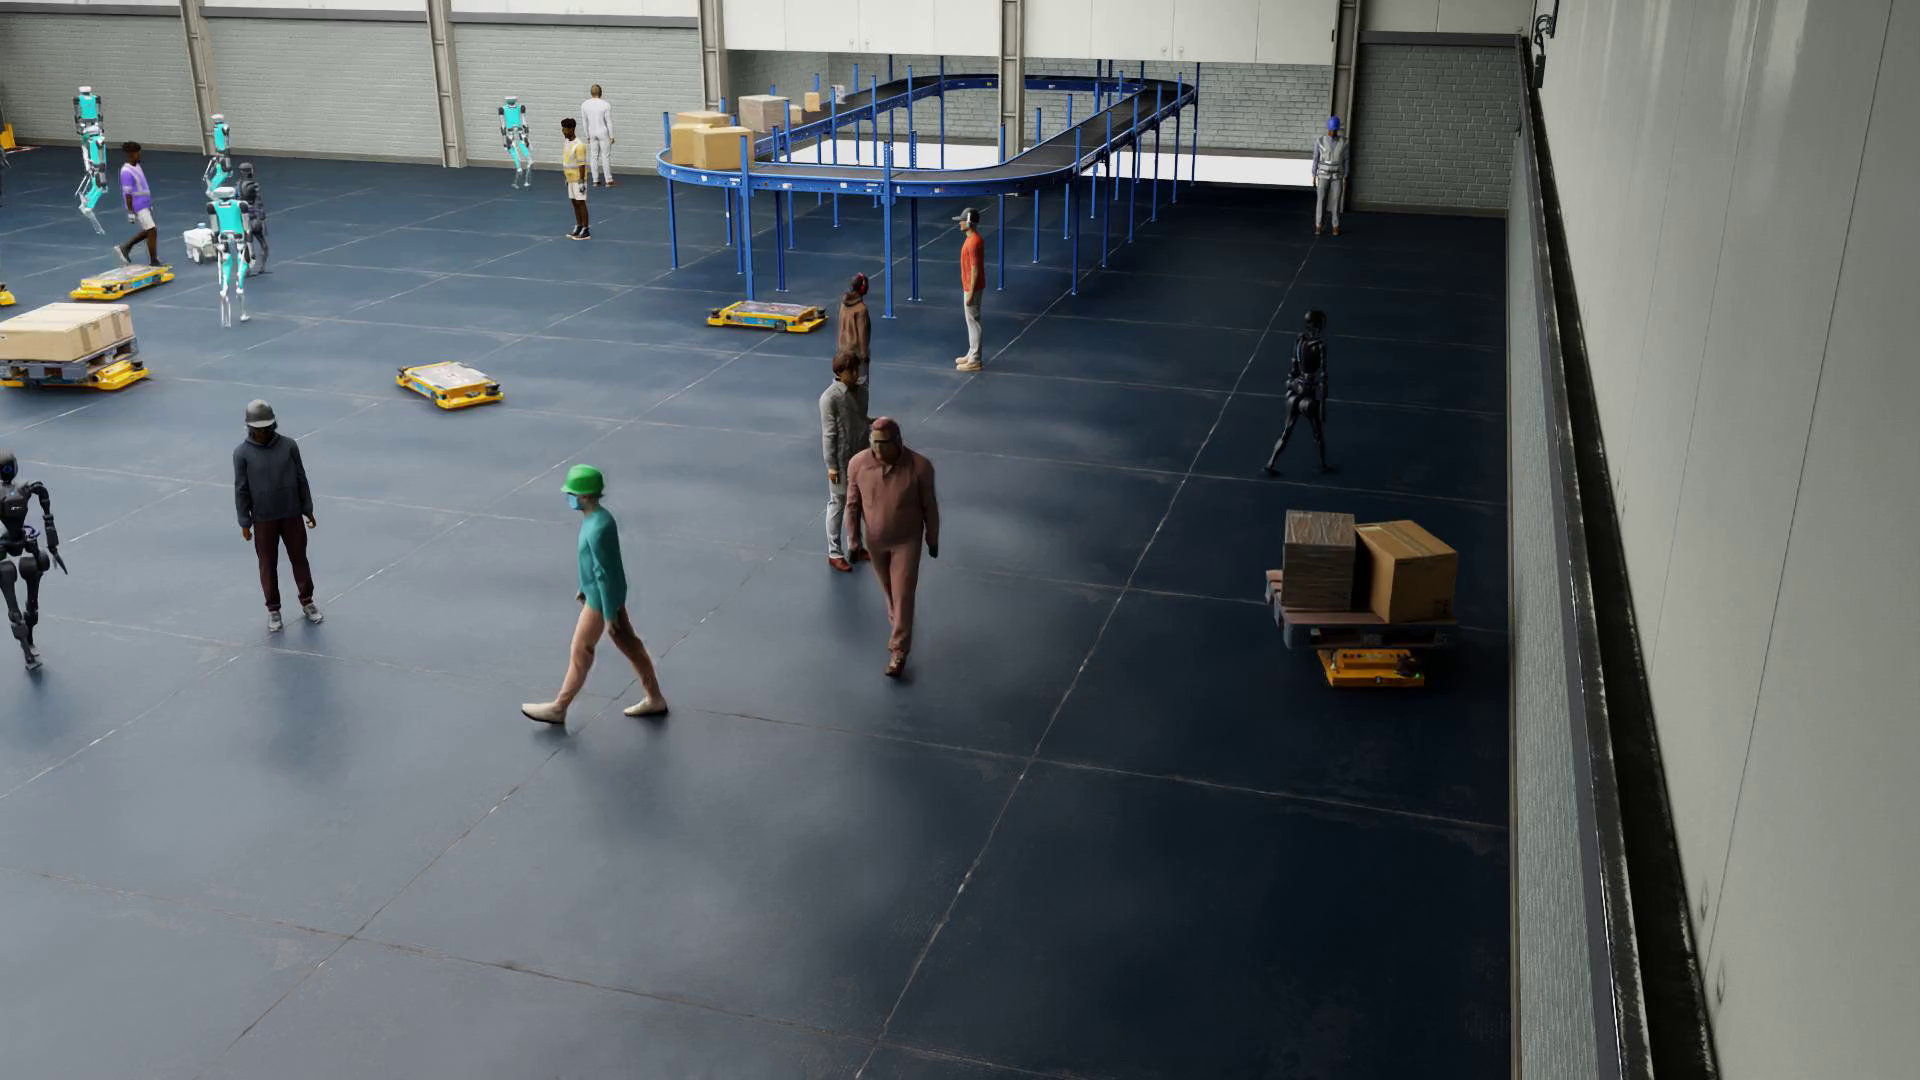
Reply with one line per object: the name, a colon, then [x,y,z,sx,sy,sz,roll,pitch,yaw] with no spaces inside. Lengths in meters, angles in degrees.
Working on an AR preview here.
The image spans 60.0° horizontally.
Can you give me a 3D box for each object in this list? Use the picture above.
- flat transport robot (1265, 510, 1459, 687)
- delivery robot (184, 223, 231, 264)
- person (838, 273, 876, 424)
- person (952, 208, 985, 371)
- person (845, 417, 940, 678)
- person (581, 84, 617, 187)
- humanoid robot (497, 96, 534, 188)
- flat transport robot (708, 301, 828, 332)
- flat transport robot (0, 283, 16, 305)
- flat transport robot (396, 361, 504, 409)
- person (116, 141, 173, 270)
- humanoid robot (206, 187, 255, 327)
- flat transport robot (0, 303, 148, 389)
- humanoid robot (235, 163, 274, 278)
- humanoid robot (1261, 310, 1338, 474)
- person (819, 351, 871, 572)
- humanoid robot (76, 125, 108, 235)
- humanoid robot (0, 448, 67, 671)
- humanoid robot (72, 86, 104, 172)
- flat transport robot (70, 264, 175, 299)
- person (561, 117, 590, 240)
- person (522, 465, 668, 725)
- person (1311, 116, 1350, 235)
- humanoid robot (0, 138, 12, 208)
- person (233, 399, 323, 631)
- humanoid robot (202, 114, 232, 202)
flat transport robot: [2.936,0.707,12.344,0.659,0.231,1.431,0,21,0]
delivery robot: [-11.644,-4.580,25.636,0.758,0.577,0.499,20,29,41]
person: [-1.144,-1.975,17.395,0.480,1.633,0.486,-15,25,-33]
person: [0.101,-2.942,19.528,0.393,1.911,0.480,0,21,0]
person: [-0.510,0.025,11.898,0.647,1.859,0.926,6,22,16]
person: [-6.955,-7.799,32.089,0.629,1.939,0.373,5,22,13]
humanoid robot: [-8.403,-7.528,31.682,0.546,1.778,0.879,-13,24,-29]
flat transport robot: [-2.510,-2.925,21.765,1.431,0.231,0.659,7,22,17]
flat transport robot: [-13.763,-3.279,22.683,1.431,0.231,0.659,-15,26,-34]
flat transport robot: [-5.757,-1.757,18.734,0.659,0.231,1.431,-17,27,-37]
person: [-12.274,-4.974,24.757,0.703,1.924,0.600,-5,22,-12]
humanoid robot: [-9.480,-3.585,21.596,0.543,1.895,0.763,-1,21,-3]
flat transport robot: [-10.221,-1.918,19.153,1.431,0.231,0.659,2,21,5]
humanoid robot: [-10.425,-4.688,24.401,0.610,1.639,0.420,11,24,26]
humanoid robot: [3.305,-1.410,15.958,0.792,1.635,0.590,-9,23,-22]
person: [-0.919,-0.662,13.720,0.367,1.836,0.503,17,27,37]
humanoid robot: [-14.376,-5.905,27.474,0.678,1.798,0.539,-16,26,-35]
humanoid robot: [-6.743,0.128,11.924,0.697,1.634,0.584,19,28,40]
humanoid robot: [-17.626,-8.251,33.591,0.782,1.822,0.530,19,28,40]
flat transport robot: [-11.944,-3.684,23.732,0.659,0.231,1.431,3,21,9]
person: [-6.271,-5.891,27.117,0.375,1.958,0.602,-14,25,-33]
person: [-2.453,0.372,11.048,0.982,1.816,0.548,-2,21,-6]
person: [6.110,-6.010,27.459,0.616,1.935,0.414,1,21,4]
humanoid robot: [-17.356,-6.777,29.809,0.355,1.644,0.594,7,22,18]
person: [-5.166,-0.201,12.566,0.549,1.806,0.380,-14,25,-31]
humanoid robot: [-12.976,-6.458,28.947,0.708,1.817,0.541,-18,27,-38]
